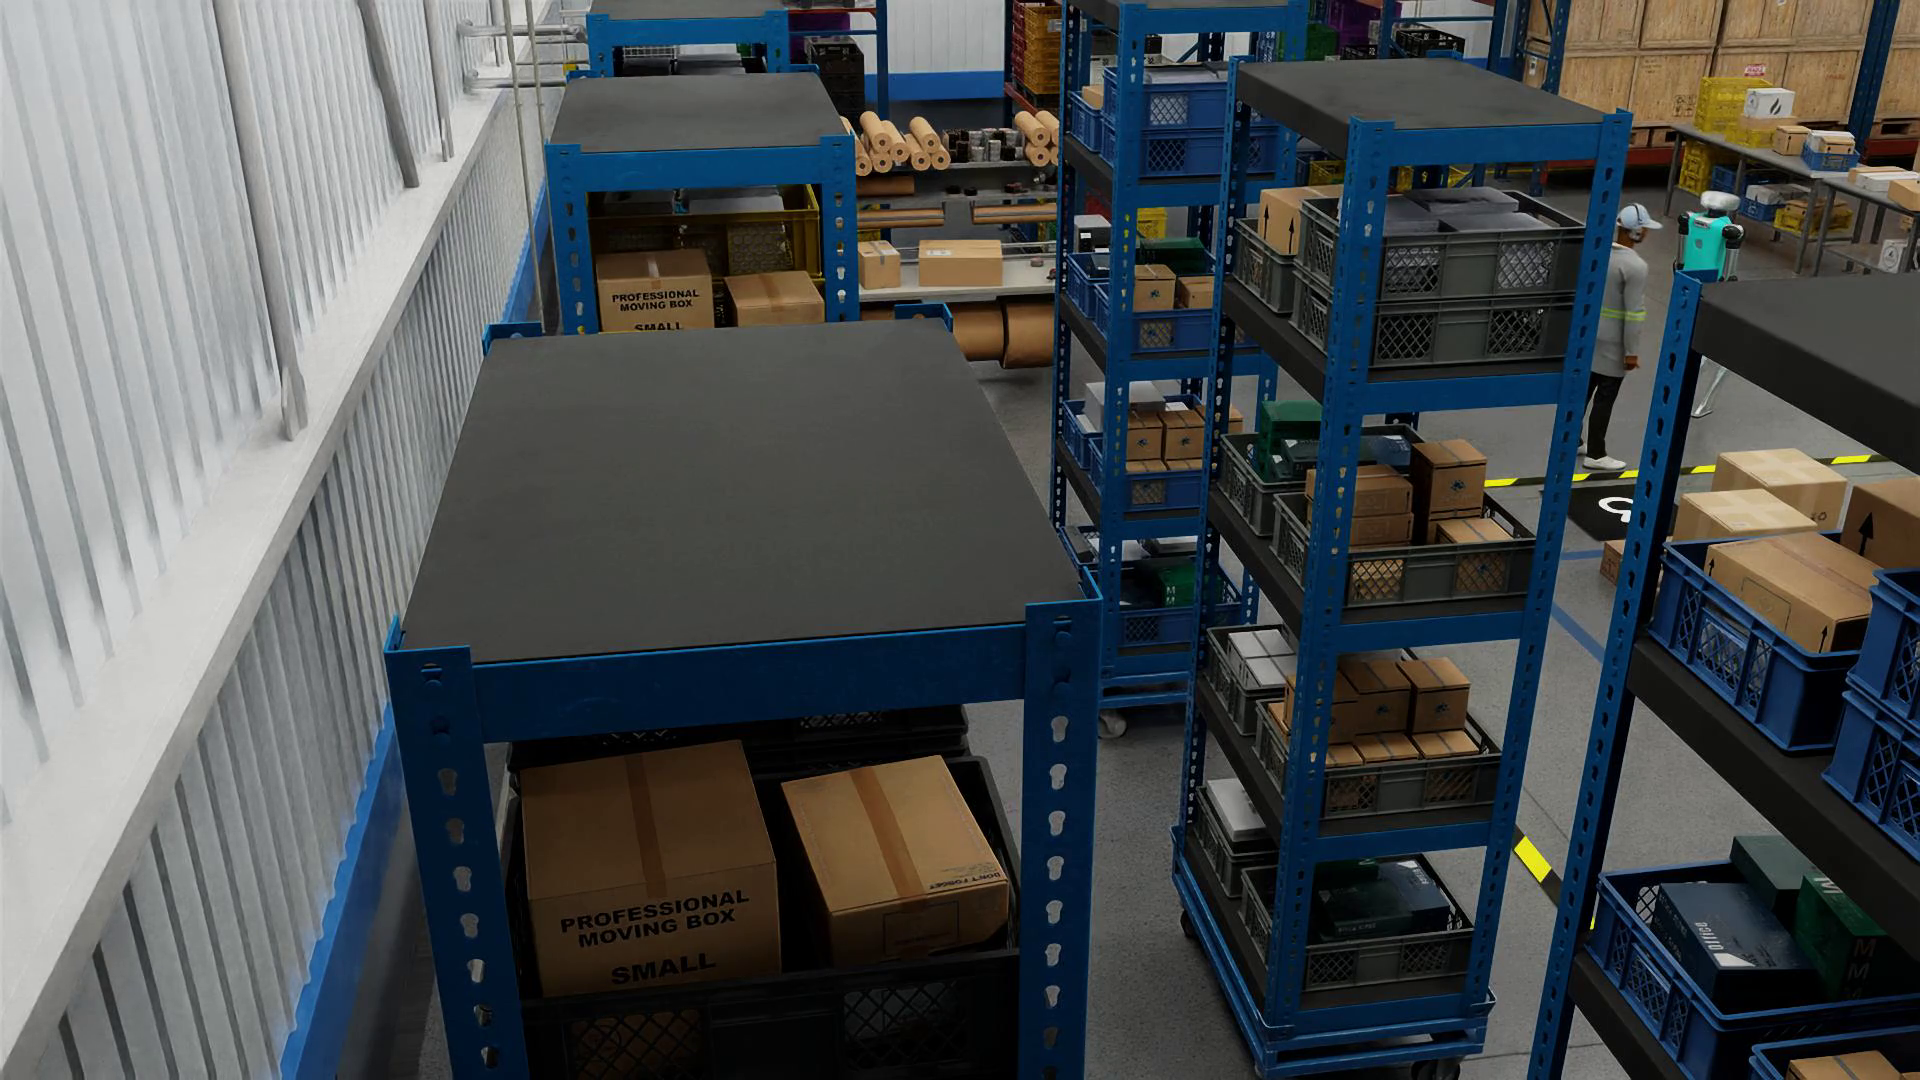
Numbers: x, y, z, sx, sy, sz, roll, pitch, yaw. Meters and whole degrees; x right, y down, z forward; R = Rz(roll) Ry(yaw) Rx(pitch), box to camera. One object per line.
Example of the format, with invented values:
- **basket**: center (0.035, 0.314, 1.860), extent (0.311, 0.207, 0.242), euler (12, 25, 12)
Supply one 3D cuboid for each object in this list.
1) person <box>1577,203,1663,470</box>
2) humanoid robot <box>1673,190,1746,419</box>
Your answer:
- **person**: center (4.495, -1.398, 11.443), extent (0.395, 1.849, 0.596), euler (-7, 26, -14)
- **humanoid robot**: center (5.554, -1.735, 12.158), extent (0.735, 1.673, 0.533), euler (-11, 27, -23)
